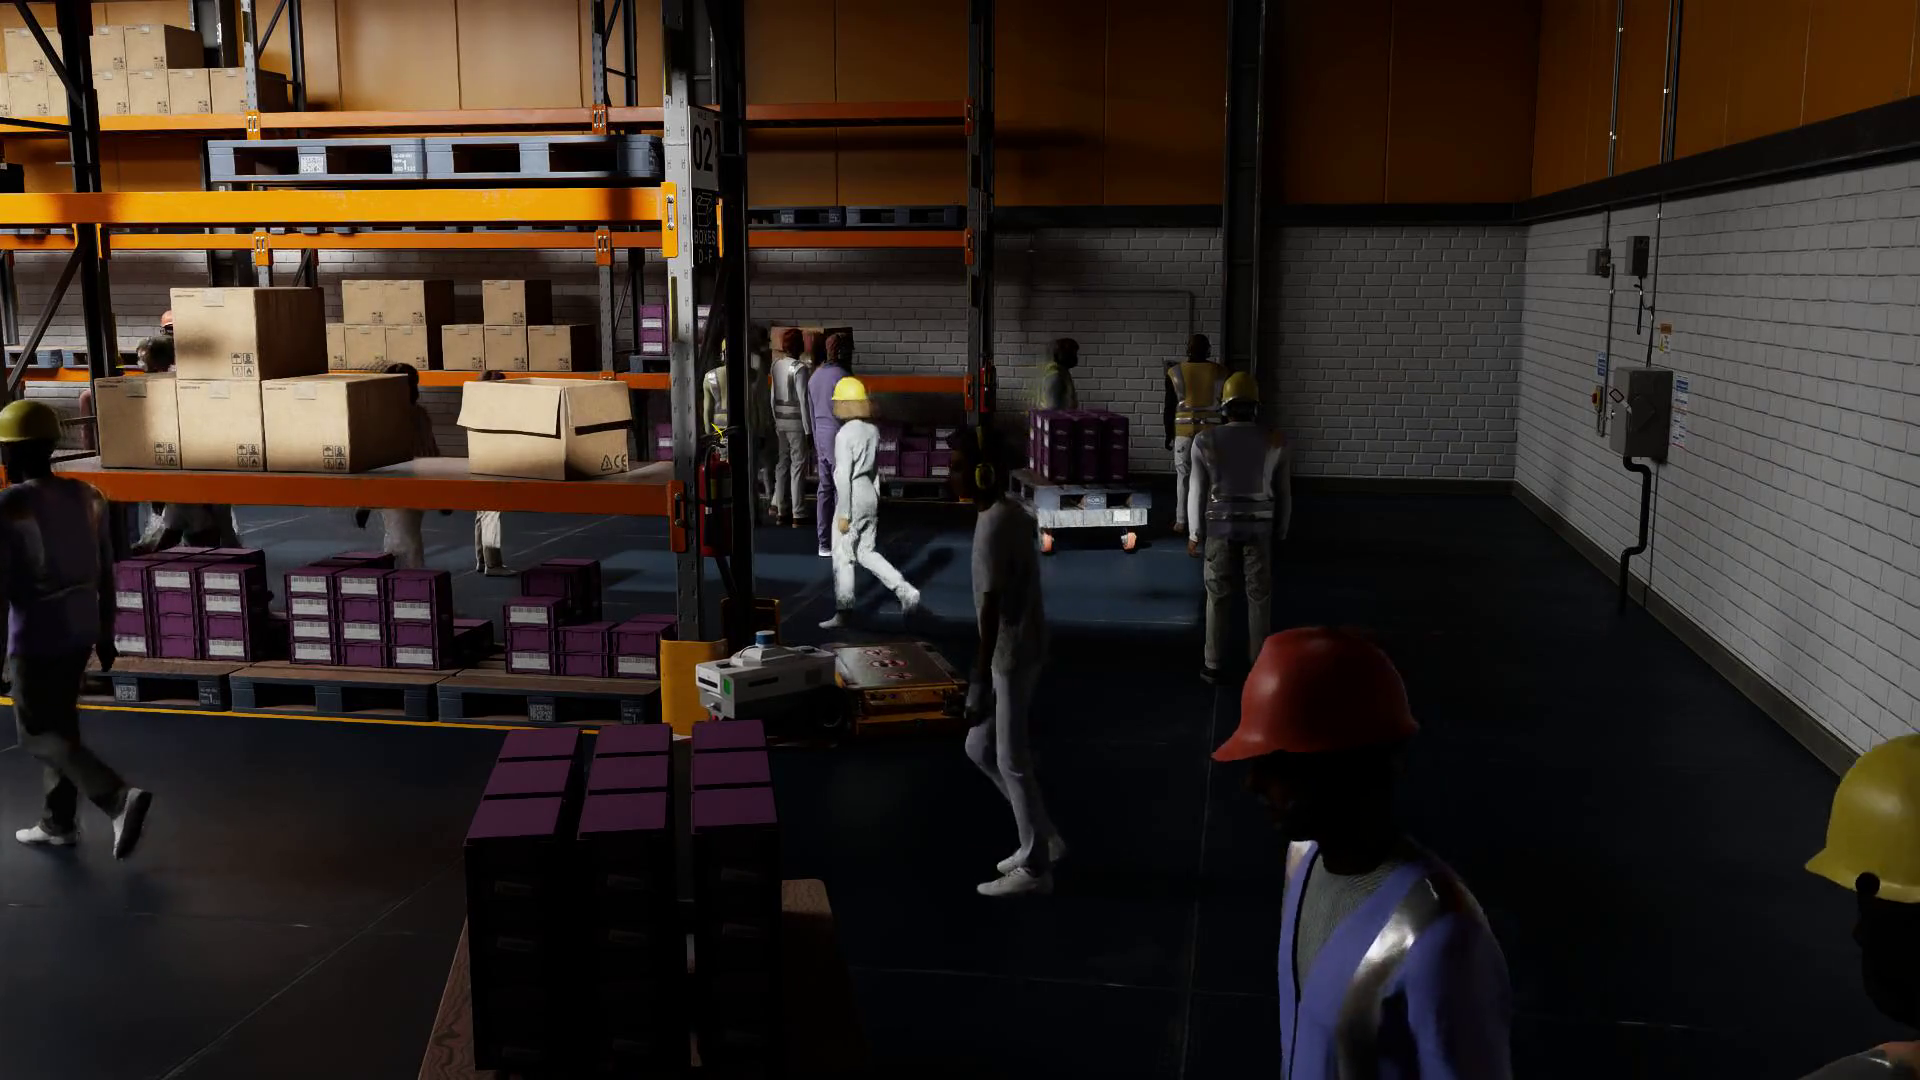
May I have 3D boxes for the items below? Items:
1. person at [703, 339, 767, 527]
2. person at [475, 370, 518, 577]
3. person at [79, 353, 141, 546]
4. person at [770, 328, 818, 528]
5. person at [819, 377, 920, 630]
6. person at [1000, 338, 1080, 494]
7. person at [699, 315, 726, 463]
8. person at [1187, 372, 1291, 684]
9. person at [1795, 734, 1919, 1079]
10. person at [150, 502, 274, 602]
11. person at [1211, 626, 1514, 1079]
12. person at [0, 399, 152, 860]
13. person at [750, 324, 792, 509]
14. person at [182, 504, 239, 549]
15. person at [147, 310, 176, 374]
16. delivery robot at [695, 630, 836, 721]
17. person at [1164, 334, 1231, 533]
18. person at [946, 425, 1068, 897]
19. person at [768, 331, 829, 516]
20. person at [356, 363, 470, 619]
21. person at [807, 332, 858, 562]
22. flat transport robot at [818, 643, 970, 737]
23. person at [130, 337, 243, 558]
[{"bbox_3d":[-2.112,-1.016,15.663,0.586,1.823,0.403,-1,9,-7],"label":"person"},{"bbox_3d":[-3.725,-0.530,13.215,0.311,1.638,0.522,-5,10,-28],"label":"person"},{"bbox_3d":[-7.073,-0.713,13.958,0.311,1.768,0.531,7,12,38],"label":"person"},{"bbox_3d":[-1.564,-1.056,15.720,0.353,1.884,0.577,-7,12,-39],"label":"person"},{"bbox_3d":[-0.630,-0.224,11.052,0.653,1.717,0.500,5,10,28],"label":"person"},{"bbox_3d":[0.817,-1.046,15.921,0.916,1.791,0.623,1,9,8],"label":"person"},{"bbox_3d":[-2.594,-1.252,16.449,0.828,2.000,0.702,0,9,-3],"label":"person"},{"bbox_3d":[1.624,-0.063,9.725,0.603,1.828,0.404,0,9,1],"label":"person"},{"bbox_3d":[1.141,1.169,1.963,0.620,1.875,0.793,-2,9,-11],"label":"person"},{"bbox_3d":[-5.421,-0.384,11.653,0.972,1.865,0.592,-2,9,-15],"label":"person"},{"bbox_3d":[0.744,1.060,2.602,0.885,1.895,0.588,-1,9,-6],"label":"person"},{"bbox_3d":[-3.649,0.377,6.773,0.732,1.903,0.597,3,10,16],"label":"person"},{"bbox_3d":[-2.050,-1.211,16.658,0.723,1.900,0.649,-2,9,-12],"label":"person"},{"bbox_3d":[-5.411,-0.463,11.871,0.627,1.941,0.370,1,9,4],"label":"person"},{"bbox_3d":[-8.454,-1.479,17.997,0.610,1.996,0.386,-5,11,-30],"label":"person"},{"bbox_3d":[-1.000,0.711,8.579,0.707,0.478,0.477,-7,12,-39],"label":"delivery robot"},{"bbox_3d":[2.189,-0.978,15.368,0.624,1.845,0.430,0,9,3],"label":"person"},{"bbox_3d":[0.171,0.479,6.346,0.446,1.842,0.530,0,9,3],"label":"person"},{"bbox_3d":[-1.439,-1.112,16.249,0.956,1.836,0.561,1,9,9],"label":"person"},{"bbox_3d":[-3.644,-0.275,11.127,0.933,1.796,0.671,3,10,17],"label":"person"},{"bbox_3d":[-0.992,-0.771,13.884,0.408,1.909,0.638,-7,11,-36],"label":"person"},{"bbox_3d":[-0.371,0.795,9.224,0.652,0.197,1.431,-2,9,-13],"label":"flat transport robot"},{"bbox_3d":[-6.523,-0.753,13.905,0.688,1.867,0.878,6,11,33],"label":"person"}]
